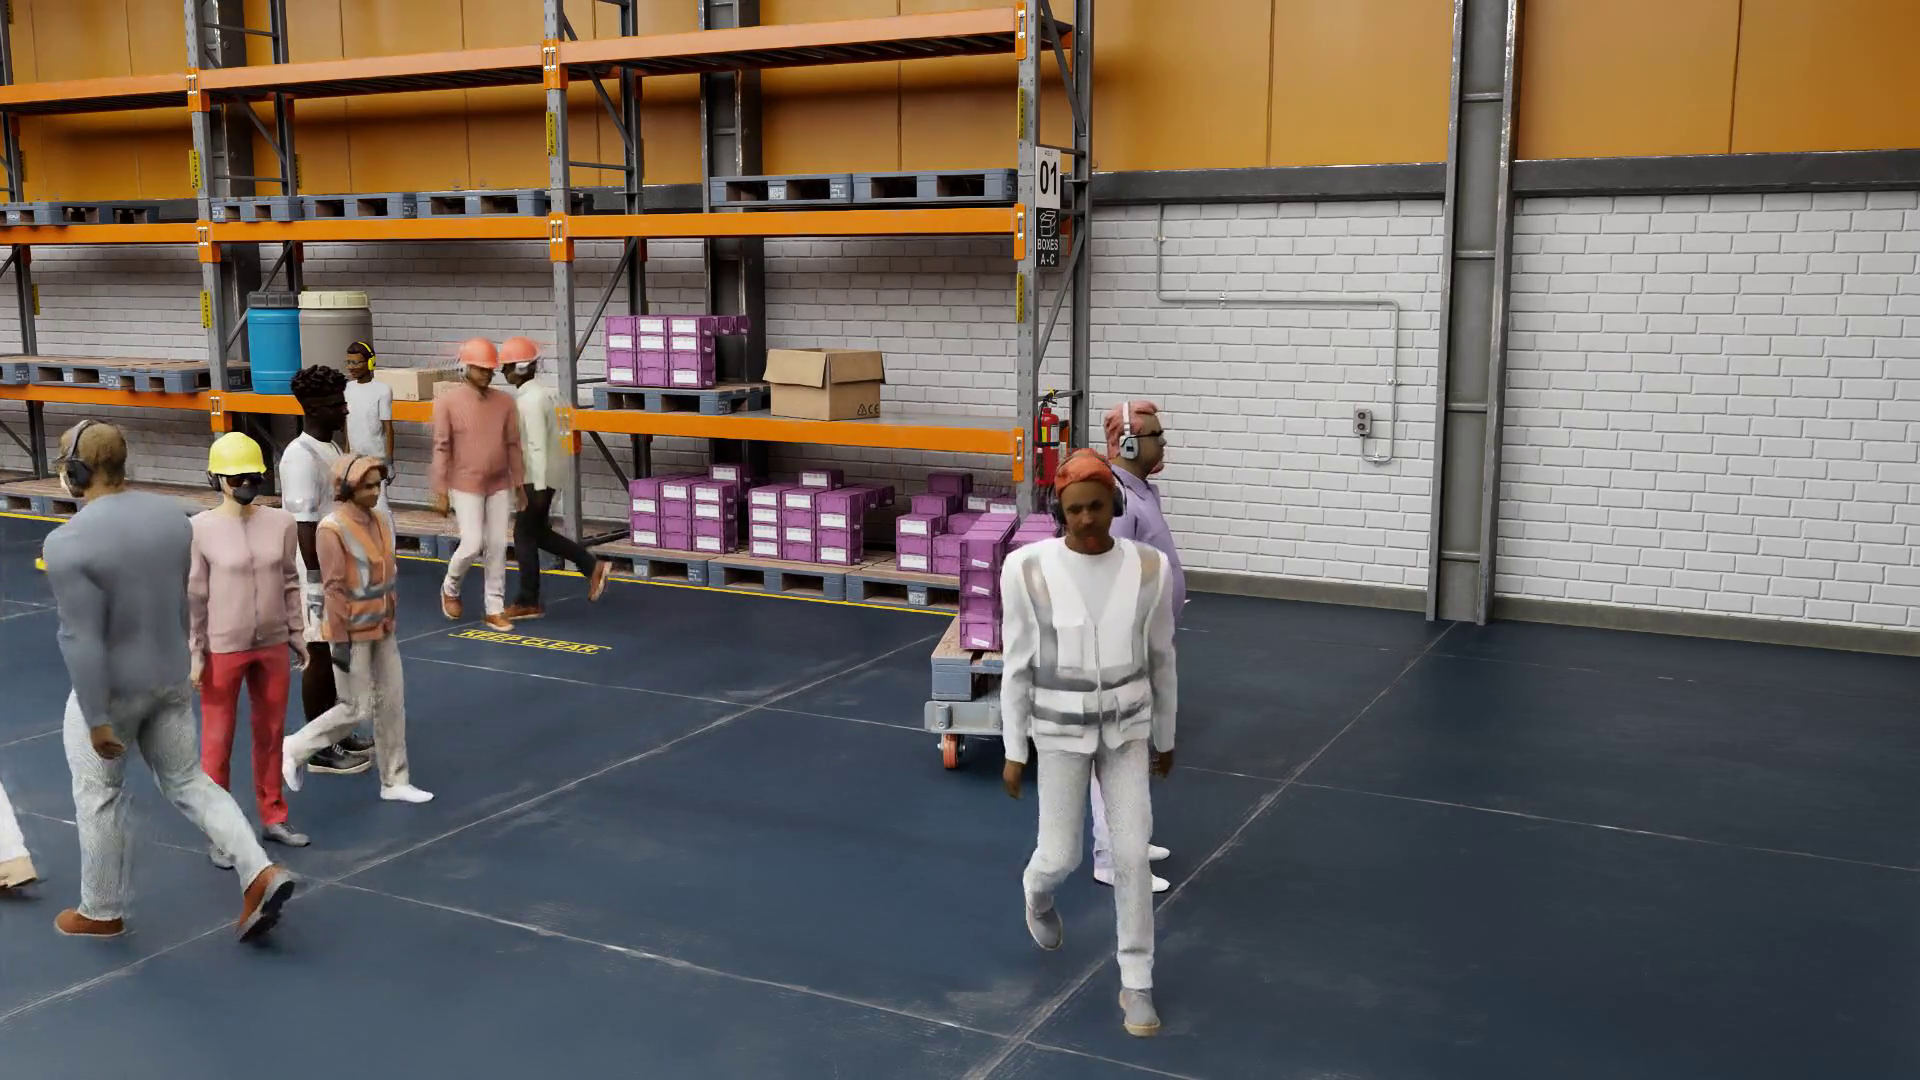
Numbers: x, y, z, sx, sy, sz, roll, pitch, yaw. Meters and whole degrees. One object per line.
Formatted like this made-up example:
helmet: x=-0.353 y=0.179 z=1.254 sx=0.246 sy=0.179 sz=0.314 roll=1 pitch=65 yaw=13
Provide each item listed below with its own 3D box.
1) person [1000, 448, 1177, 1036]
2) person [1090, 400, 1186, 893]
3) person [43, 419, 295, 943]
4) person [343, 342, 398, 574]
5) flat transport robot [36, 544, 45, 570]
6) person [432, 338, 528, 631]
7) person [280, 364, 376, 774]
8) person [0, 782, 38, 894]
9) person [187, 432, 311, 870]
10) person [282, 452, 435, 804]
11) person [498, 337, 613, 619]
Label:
person: x=0.407 y=0.611 z=5.419 sx=0.608 sy=1.869 sz=0.667 roll=-1 pitch=9 yaw=-8
person: x=0.679 y=0.405 z=6.551 sx=0.407 sy=1.912 sz=0.642 roll=1 pitch=9 yaw=8
person: x=-2.855 y=0.522 z=5.858 sx=0.883 sy=1.910 sz=0.624 roll=3 pitch=10 yaw=21
person: x=-4.654 y=-0.623 z=13.063 sx=0.509 sy=1.860 sz=0.333 roll=5 pitch=10 yaw=27
flat transport robot: x=-6.604 y=0.144 z=13.204 sx=1.431 sy=0.197 sz=0.652 roll=5 pitch=11 yaw=29
person: x=-3.236 y=-0.369 z=11.158 sx=0.524 sy=1.970 sz=0.622 roll=9 pitch=13 yaw=43
person: x=-3.059 y=0.135 z=8.044 sx=0.367 sy=1.966 sz=0.607 roll=-2 pitch=9 yaw=-10
person: x=-3.982 y=0.503 z=6.348 sx=0.937 sy=1.797 sz=0.637 roll=3 pitch=10 yaw=19
person: x=-2.904 y=0.438 z=6.789 sx=0.329 sy=1.767 sz=0.529 roll=7 pitch=12 yaw=37
person: x=-2.729 y=0.409 z=7.396 sx=0.595 sy=1.618 sz=0.540 roll=1 pitch=9 yaw=8
person: x=-2.857 y=-0.432 z=11.550 sx=0.742 sy=1.966 sz=0.645 roll=-2 pitch=9 yaw=-14
